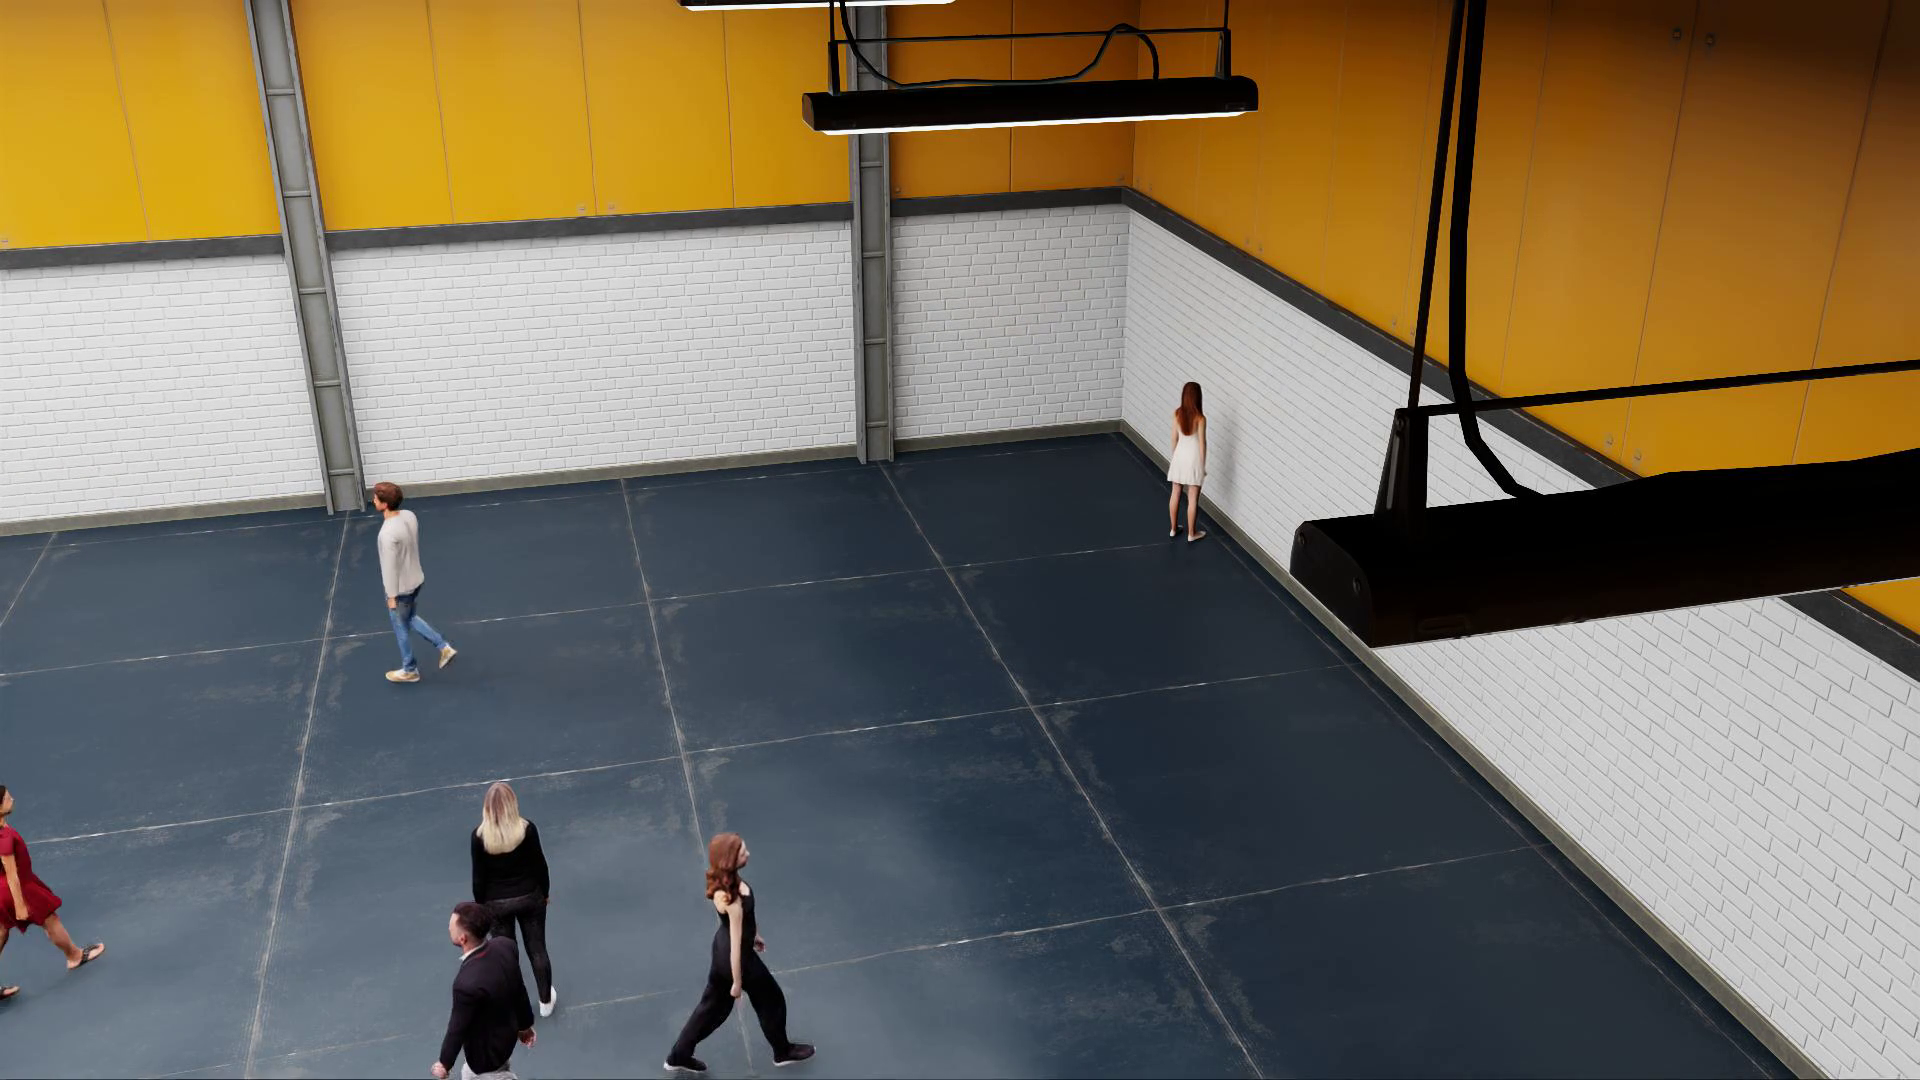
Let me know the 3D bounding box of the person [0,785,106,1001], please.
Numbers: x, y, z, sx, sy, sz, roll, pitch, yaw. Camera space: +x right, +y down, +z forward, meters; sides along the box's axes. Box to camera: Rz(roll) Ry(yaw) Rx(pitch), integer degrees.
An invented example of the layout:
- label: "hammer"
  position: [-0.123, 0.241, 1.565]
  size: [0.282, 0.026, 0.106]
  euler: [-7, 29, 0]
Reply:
- label: "person"
  position: [-6.110, 2.276, 10.578]
  size: [0.964, 1.511, 1.077]
  euler: [16, 28, 33]

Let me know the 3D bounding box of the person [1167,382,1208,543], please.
- label: "person"
  position: [2.385, -0.829, 17.434]
  size: [0.655, 1.708, 0.695]
  euler: [18, 29, 35]

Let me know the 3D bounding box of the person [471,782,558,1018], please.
- label: "person"
  position: [-2.792, 2.266, 10.383]
  size: [0.483, 1.685, 0.684]
  euler: [-8, 25, -17]

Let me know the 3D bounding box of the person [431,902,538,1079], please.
- label: "person"
  position: [-2.445, 2.809, 9.019]
  size: [1.328, 1.783, 1.030]
  euler: [4, 24, 10]

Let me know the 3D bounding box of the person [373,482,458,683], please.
- label: "person"
  position: [-4.748, 0.384, 14.427]
  size: [1.000, 1.895, 0.874]
  euler: [4, 24, 8]

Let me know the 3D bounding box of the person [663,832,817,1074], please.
- label: "person"
  position: [-1.428, 2.487, 9.852]
  size: [1.152, 1.707, 0.640]
  euler: [-8, 25, -18]
